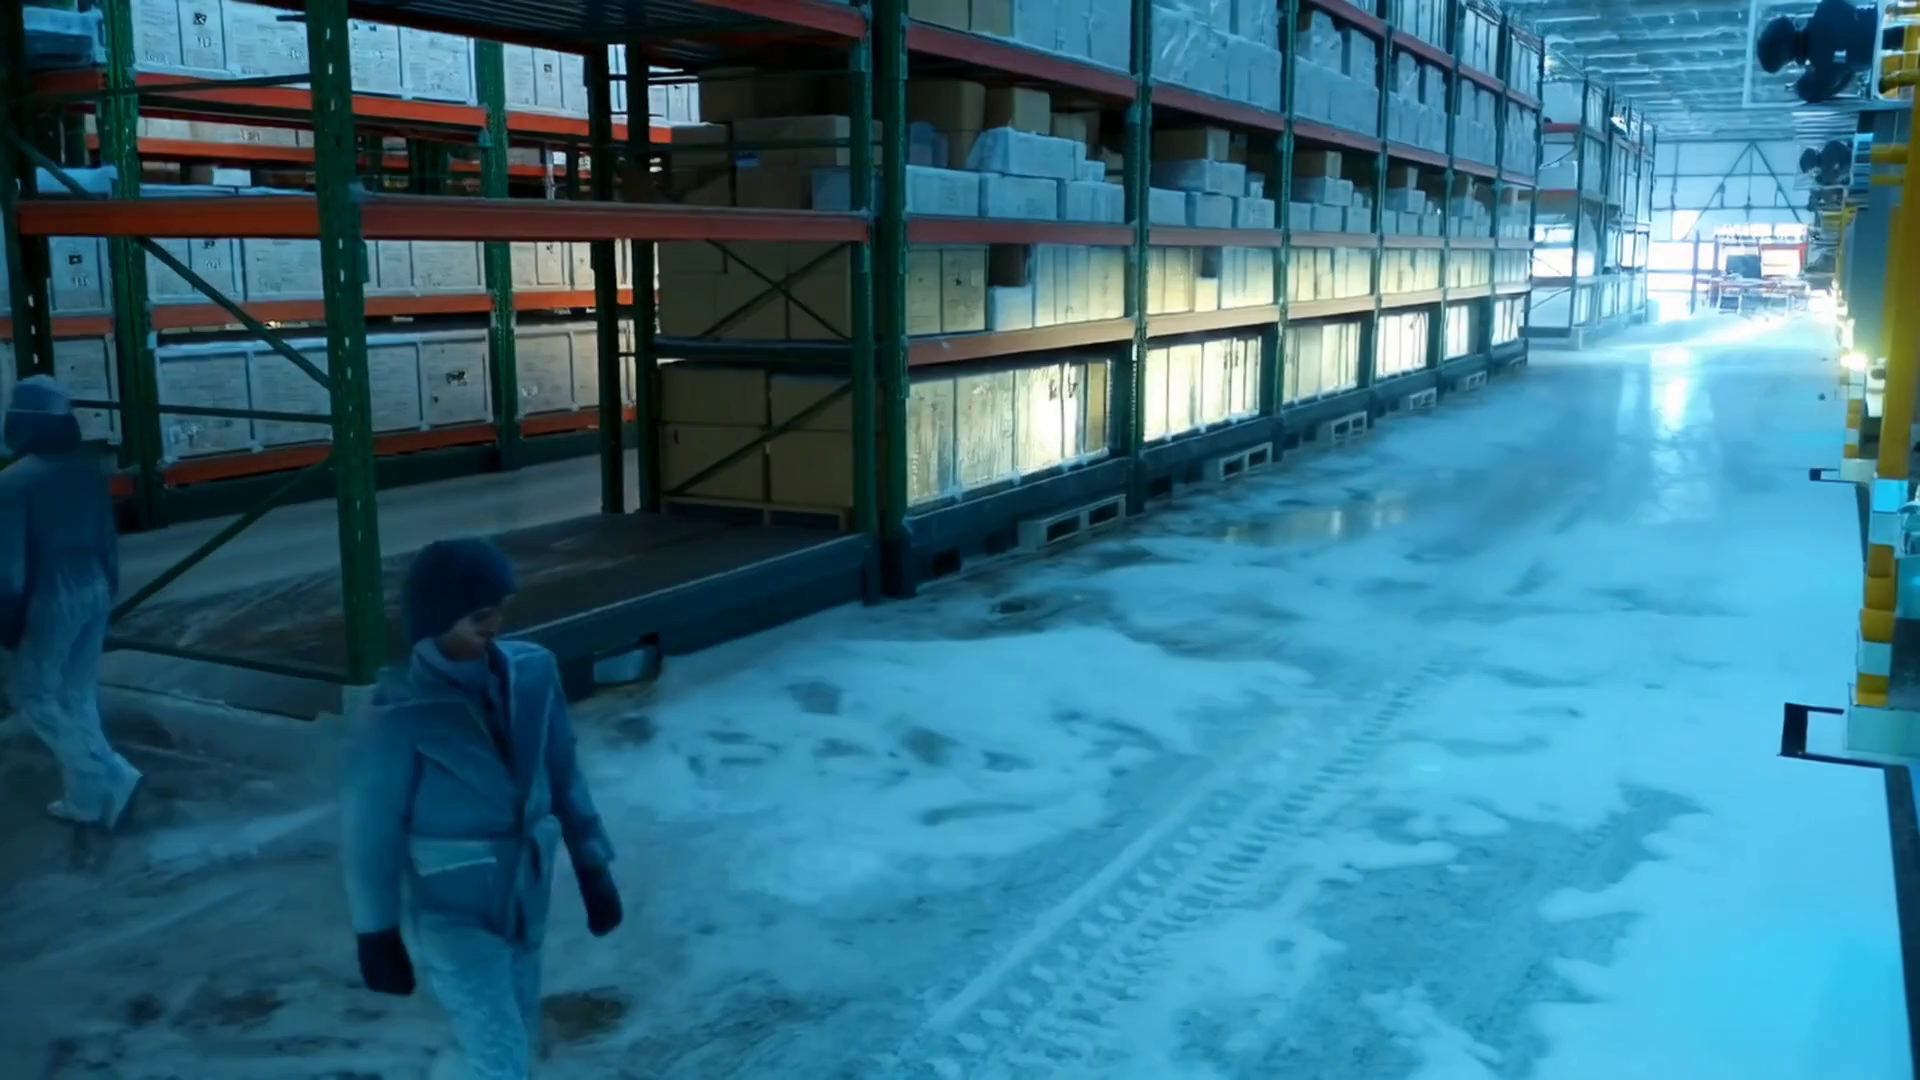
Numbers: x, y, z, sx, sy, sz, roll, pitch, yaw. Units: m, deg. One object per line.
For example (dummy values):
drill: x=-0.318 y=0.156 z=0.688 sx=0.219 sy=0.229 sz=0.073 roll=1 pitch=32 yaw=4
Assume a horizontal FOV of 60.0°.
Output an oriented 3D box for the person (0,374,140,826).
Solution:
person: x=-3.316 y=0.248 z=6.226 sx=0.515 sy=1.729 sz=0.493 roll=4 pitch=11 yaw=22

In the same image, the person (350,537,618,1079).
person: x=-1.067 y=0.769 z=3.614 sx=0.868 sy=1.597 sz=0.516 roll=6 pitch=12 yaw=33
